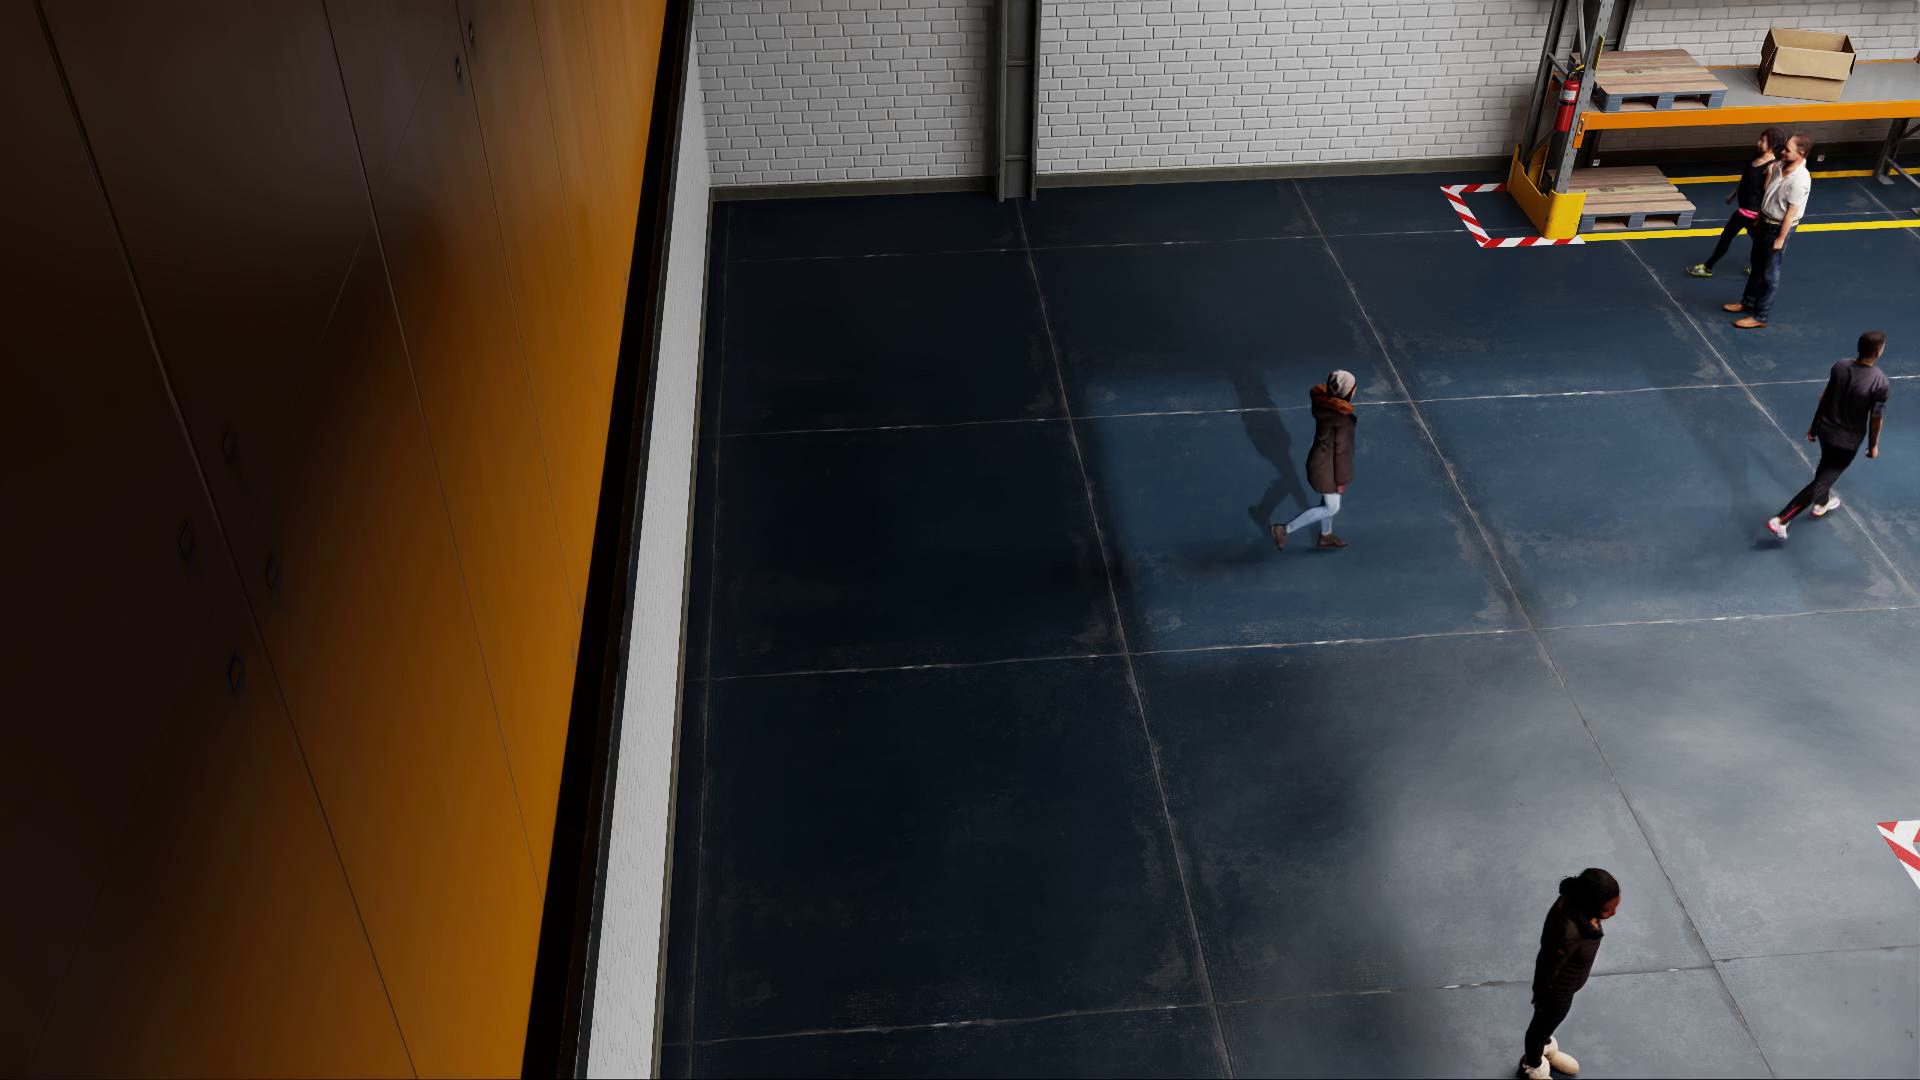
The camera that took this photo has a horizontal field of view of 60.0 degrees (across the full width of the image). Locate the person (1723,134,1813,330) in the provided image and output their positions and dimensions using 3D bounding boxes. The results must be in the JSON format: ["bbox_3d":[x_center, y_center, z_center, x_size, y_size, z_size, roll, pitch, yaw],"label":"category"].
[{"bbox_3d":[7.376,-2.800,14.999,0.575,1.848,0.662,0,39,-1],"label":"person"}]

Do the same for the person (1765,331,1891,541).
[{"bbox_3d":[6.564,-0.747,12.524,1.223,1.729,0.873,-14,41,-17],"label":"person"}]

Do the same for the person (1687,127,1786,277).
[{"bbox_3d":[7.557,-3.173,15.733,1.078,1.514,0.678,3,39,4],"label":"person"}]

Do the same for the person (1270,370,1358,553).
[{"bbox_3d":[2.681,-0.539,12.349,0.868,1.622,0.620,-4,39,-5],"label":"person"}]

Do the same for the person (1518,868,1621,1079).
[{"bbox_3d":[3.147,2.300,8.762,0.771,1.662,0.707,12,40,14],"label":"person"}]
